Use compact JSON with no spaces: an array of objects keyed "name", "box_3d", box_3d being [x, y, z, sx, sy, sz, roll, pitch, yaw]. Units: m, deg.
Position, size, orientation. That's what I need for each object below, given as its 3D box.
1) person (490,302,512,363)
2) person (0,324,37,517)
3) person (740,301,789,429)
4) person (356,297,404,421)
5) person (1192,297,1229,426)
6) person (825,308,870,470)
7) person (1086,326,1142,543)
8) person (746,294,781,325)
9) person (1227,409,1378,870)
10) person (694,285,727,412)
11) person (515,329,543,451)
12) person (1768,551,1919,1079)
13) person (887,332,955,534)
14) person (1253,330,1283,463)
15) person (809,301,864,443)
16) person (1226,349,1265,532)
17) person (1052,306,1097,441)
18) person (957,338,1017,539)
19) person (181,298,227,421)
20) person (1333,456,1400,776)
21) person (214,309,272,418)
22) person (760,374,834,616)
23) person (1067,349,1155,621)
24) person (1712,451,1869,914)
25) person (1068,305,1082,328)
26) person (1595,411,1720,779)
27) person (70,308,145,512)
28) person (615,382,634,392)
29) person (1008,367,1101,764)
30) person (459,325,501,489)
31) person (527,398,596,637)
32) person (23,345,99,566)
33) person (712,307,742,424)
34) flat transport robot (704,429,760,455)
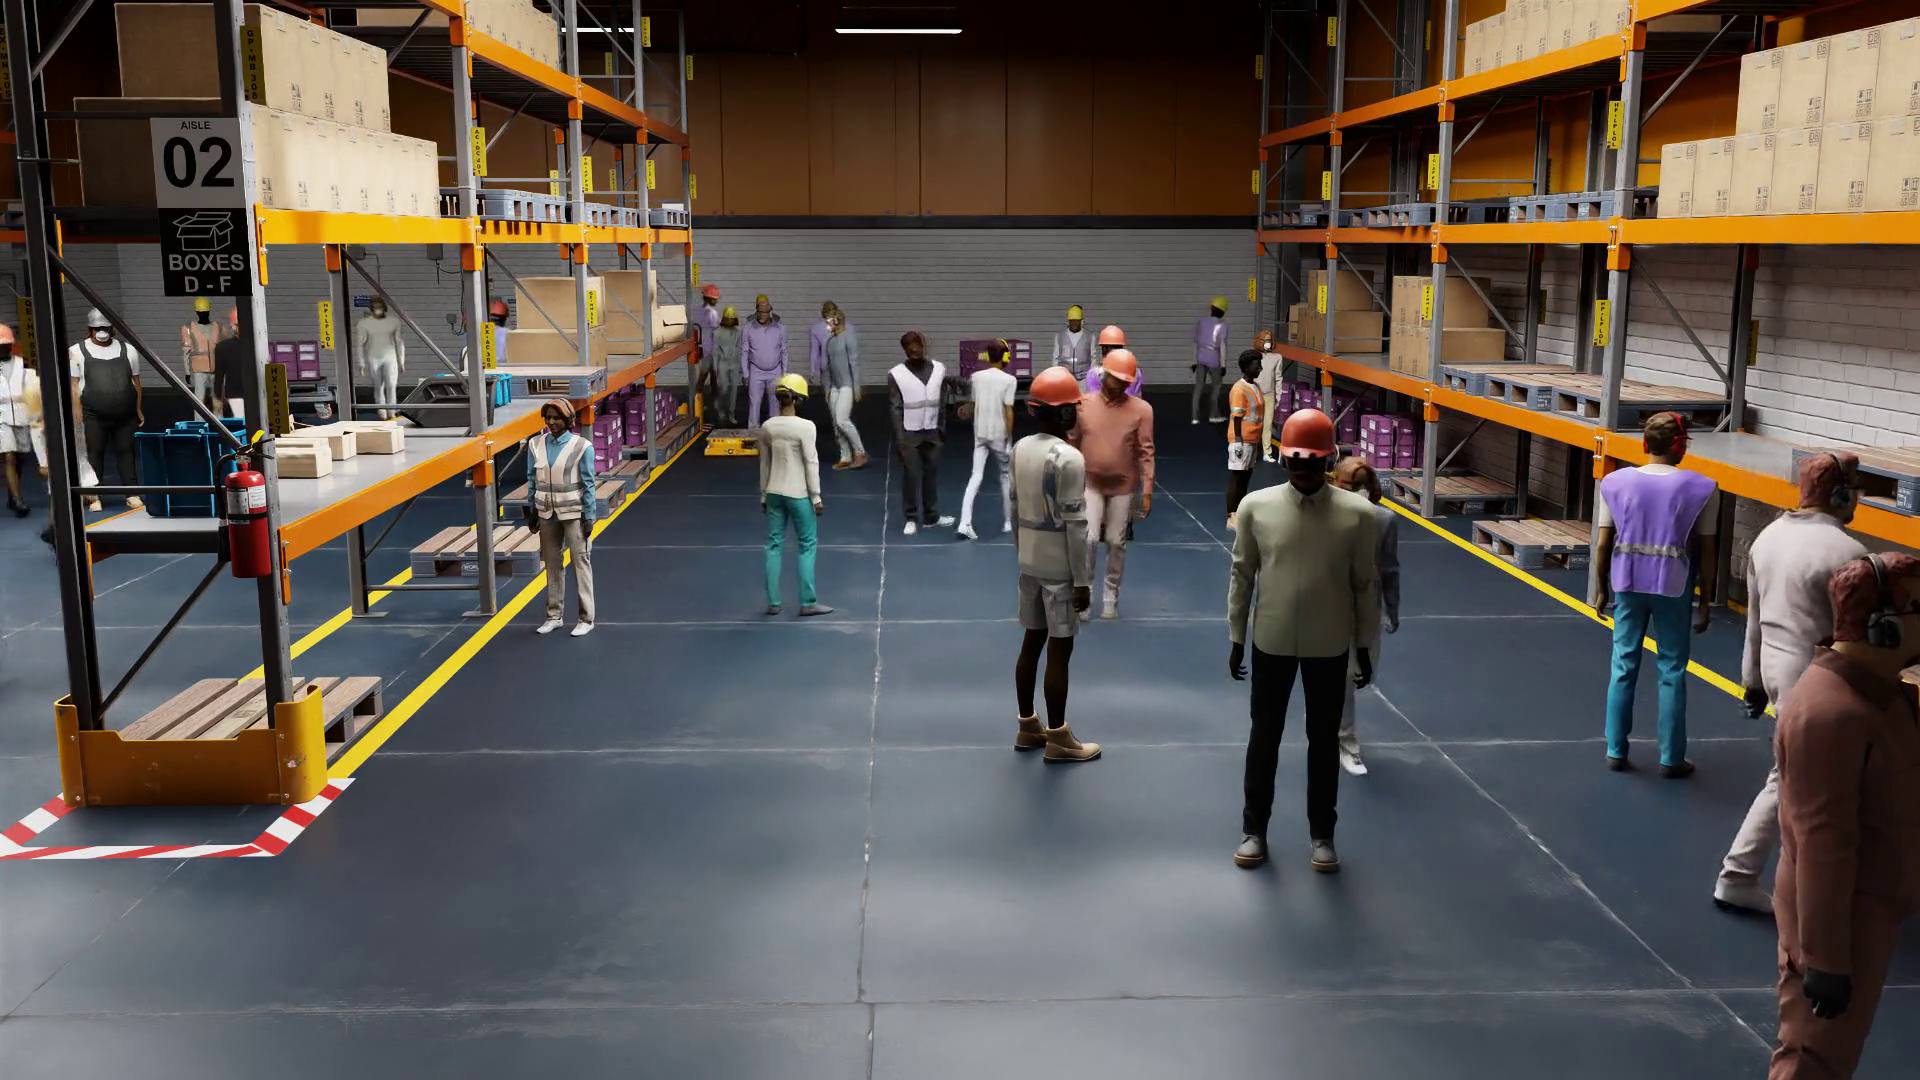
[{"name":"person","box_3d":[-6.044,-2.170,21.871,0.560,1.881,0.981,0,10,-2]},{"name":"person","box_3d":[-9.333,-1.176,16.374,0.565,1.880,1.004,-9,14,-41]},{"name":"person","box_3d":[-2.578,-2.207,22.025,0.652,1.903,0.403,-3,11,-15]},{"name":"person","box_3d":[-8.350,-2.552,23.994,0.655,1.879,1.030,-4,11,-20]},{"name":"person","box_3d":[3.683,-2.618,24.389,0.849,1.862,0.696,-10,14,-44]},{"name":"person","box_3d":[-1.374,-1.770,19.615,0.390,1.908,0.672,-7,12,-33]},{"name":"person","box_3d":[1.351,-0.947,14.913,0.552,1.935,0.374,-4,11,-23]},{"name":"person","box_3d":[-3.211,-3.115,27.276,0.590,1.835,0.404,-3,11,-15]},{"name":"person","box_3d":[1.450,0.431,7.082,0.623,1.989,0.400,2,10,11]},{"name":"person","box_3d":[-3.873,-3.006,26.203,0.900,1.996,0.623,-6,12,-32]},{"name":"person","box_3d":[-5.476,-2.059,21.372,0.626,1.845,0.429,-4,11,-20]},{"name":"person","box_3d":[2.300,0.974,4.283,0.409,1.911,0.651,7,12,35]},{"name":"person","box_3d":[-0.336,-0.993,15.362,0.765,1.872,0.401,-7,13,-36]},{"name":"person","box_3d":[3.679,-1.743,20.222,0.493,1.625,0.281,-1,10,-8]},{"name":"person","box_3d":[-1.666,-2.262,22.396,0.720,1.873,0.963,0,10,-3]},{"name":"person","box_3d":[2.658,-0.925,15.451,0.317,1.698,0.540,6,12,29]},{"name":"person","box_3d":[1.526,-2.210,22.250,0.600,1.827,0.404,1,10,7]},{"name":"person","box_3d":[0.272,-0.920,15.129,0.500,1.821,0.978,5,12,28]},{"name":"person","box_3d":[-10.249,-2.333,22.658,0.595,1.925,0.375,-8,13,-37]},{"name":"person","box_3d":[1.990,0.352,8.571,0.508,1.608,0.654,-3,11,-15]},{"name":"person","box_3d":[-8.045,-1.642,18.792,1.075,1.932,0.640,10,14,44]},{"name":"person","box_3d":[-1.198,-0.317,11.940,0.542,1.743,0.374,8,13,37]},{"name":"person","box_3d":[1.056,-0.378,11.695,0.635,1.946,0.637,2,10,9]},{"name":"person","box_3d":[3.445,0.574,6.642,0.863,1.868,0.644,0,10,0]},{"name":"person","box_3d":[1.908,-3.122,27.892,0.288,1.627,0.501,2,10,9]},{"name":"person","box_3d":[3.468,0.280,8.345,0.564,1.839,0.391,7,12,33]},{"name":"person","box_3d":[-8.507,-1.307,16.628,0.689,2.000,0.538,-8,13,-39]},{"name":"person","box_3d":[-5.092,-2.729,24.981,0.572,1.887,0.356,7,13,36]},{"name":"person","box_3d":[0.487,0.131,8.602,0.370,2.048,0.608,-6,12,-31]},{"name":"person","box_3d":[-5.252,-1.472,18.090,0.325,1.843,0.516,-7,12,-33]},{"name":"person","box_3d":[-2.708,-0.155,11.356,0.512,1.633,0.313,4,11,19]},{"name":"person","box_3d":[-7.410,-0.720,13.692,0.462,1.919,0.564,2,10,12]},{"name":"person","box_3d":[-3.386,-2.567,24.493,0.501,1.727,0.356,-7,12,-33]},{"name":"flat transport robot","box_3d":[-2.884,-1.269,21.346,0.652,0.197,1.431,0,10,-3]}]
